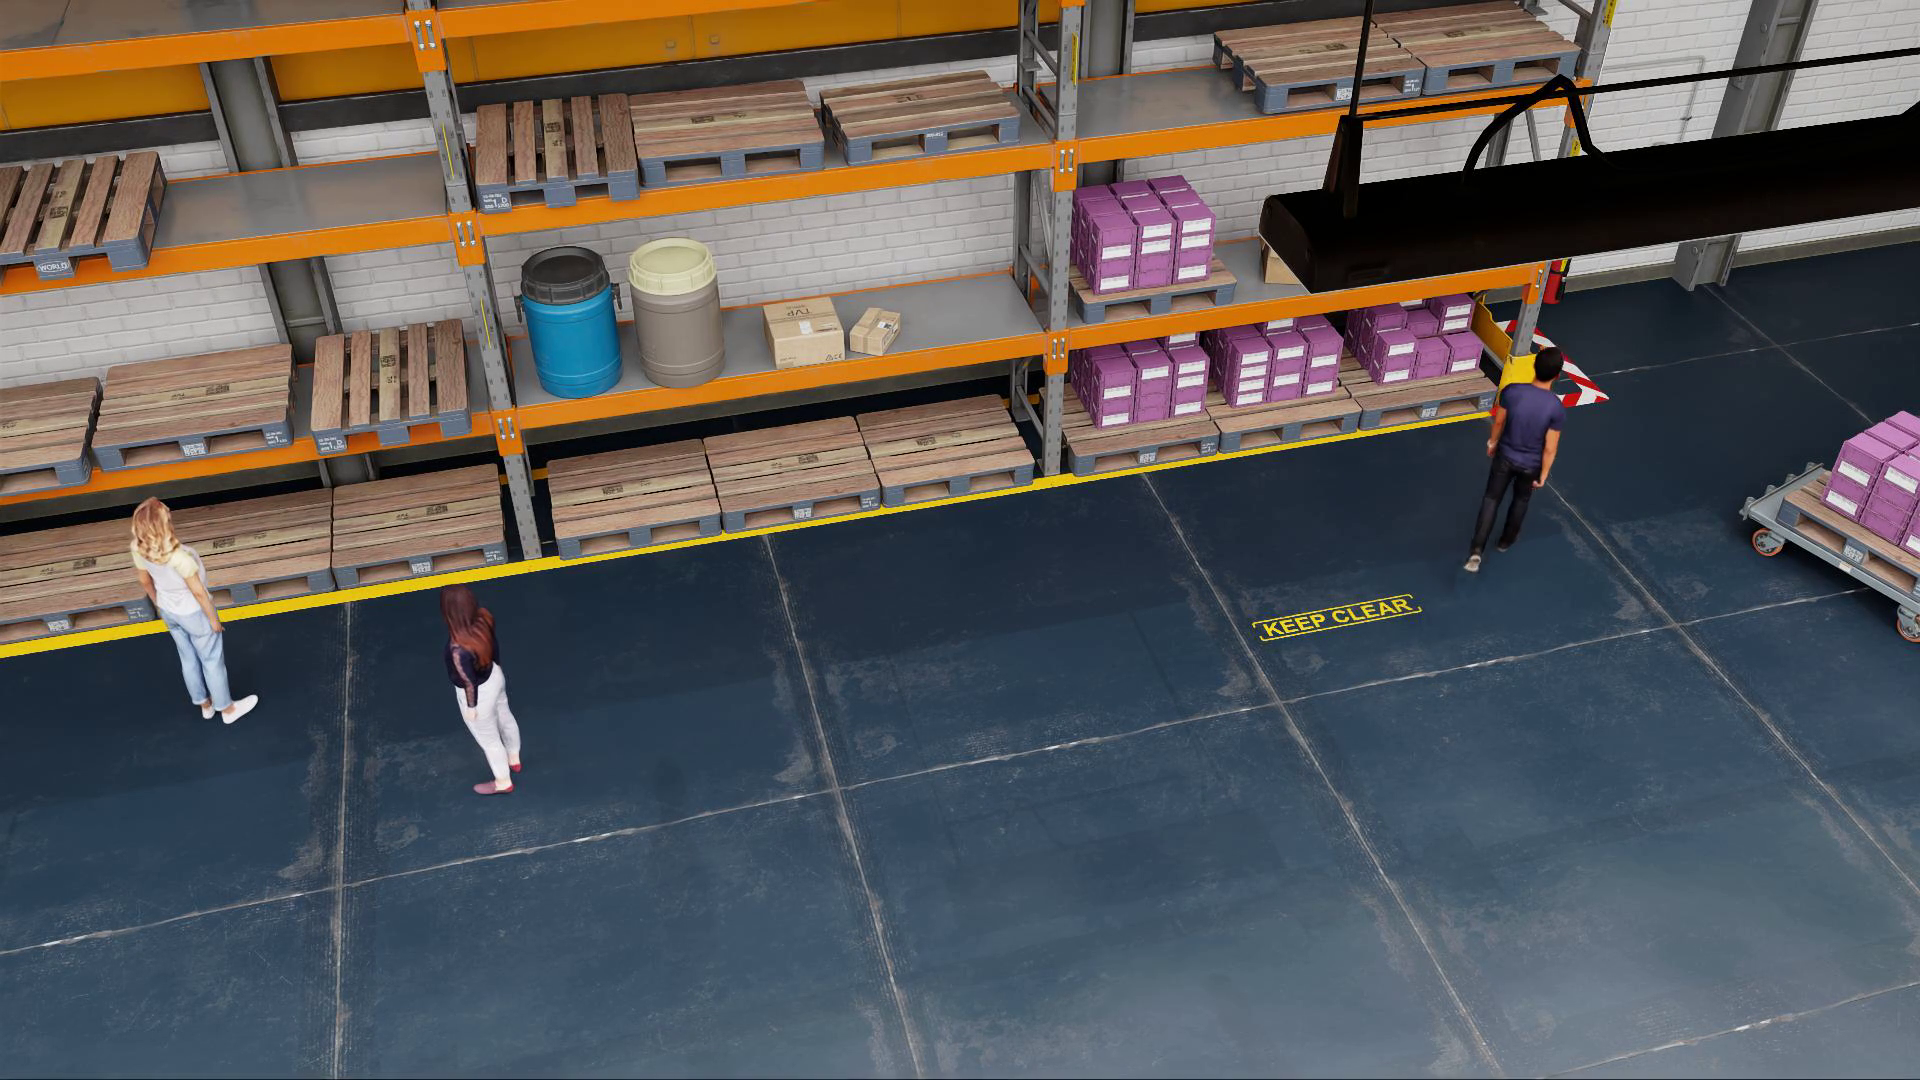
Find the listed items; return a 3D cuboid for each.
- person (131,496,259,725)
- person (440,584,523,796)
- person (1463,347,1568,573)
[{"bbox_3d":[-4.866,0.453,10.459,0.669,1.722,0.769,13,40,16],"label":"person"},{"bbox_3d":[-2.894,0.894,9.999,0.656,1.607,0.673,6,39,7],"label":"person"},{"bbox_3d":[3.876,-0.529,11.650,1.057,1.769,1.118,21,43,24],"label":"person"}]
